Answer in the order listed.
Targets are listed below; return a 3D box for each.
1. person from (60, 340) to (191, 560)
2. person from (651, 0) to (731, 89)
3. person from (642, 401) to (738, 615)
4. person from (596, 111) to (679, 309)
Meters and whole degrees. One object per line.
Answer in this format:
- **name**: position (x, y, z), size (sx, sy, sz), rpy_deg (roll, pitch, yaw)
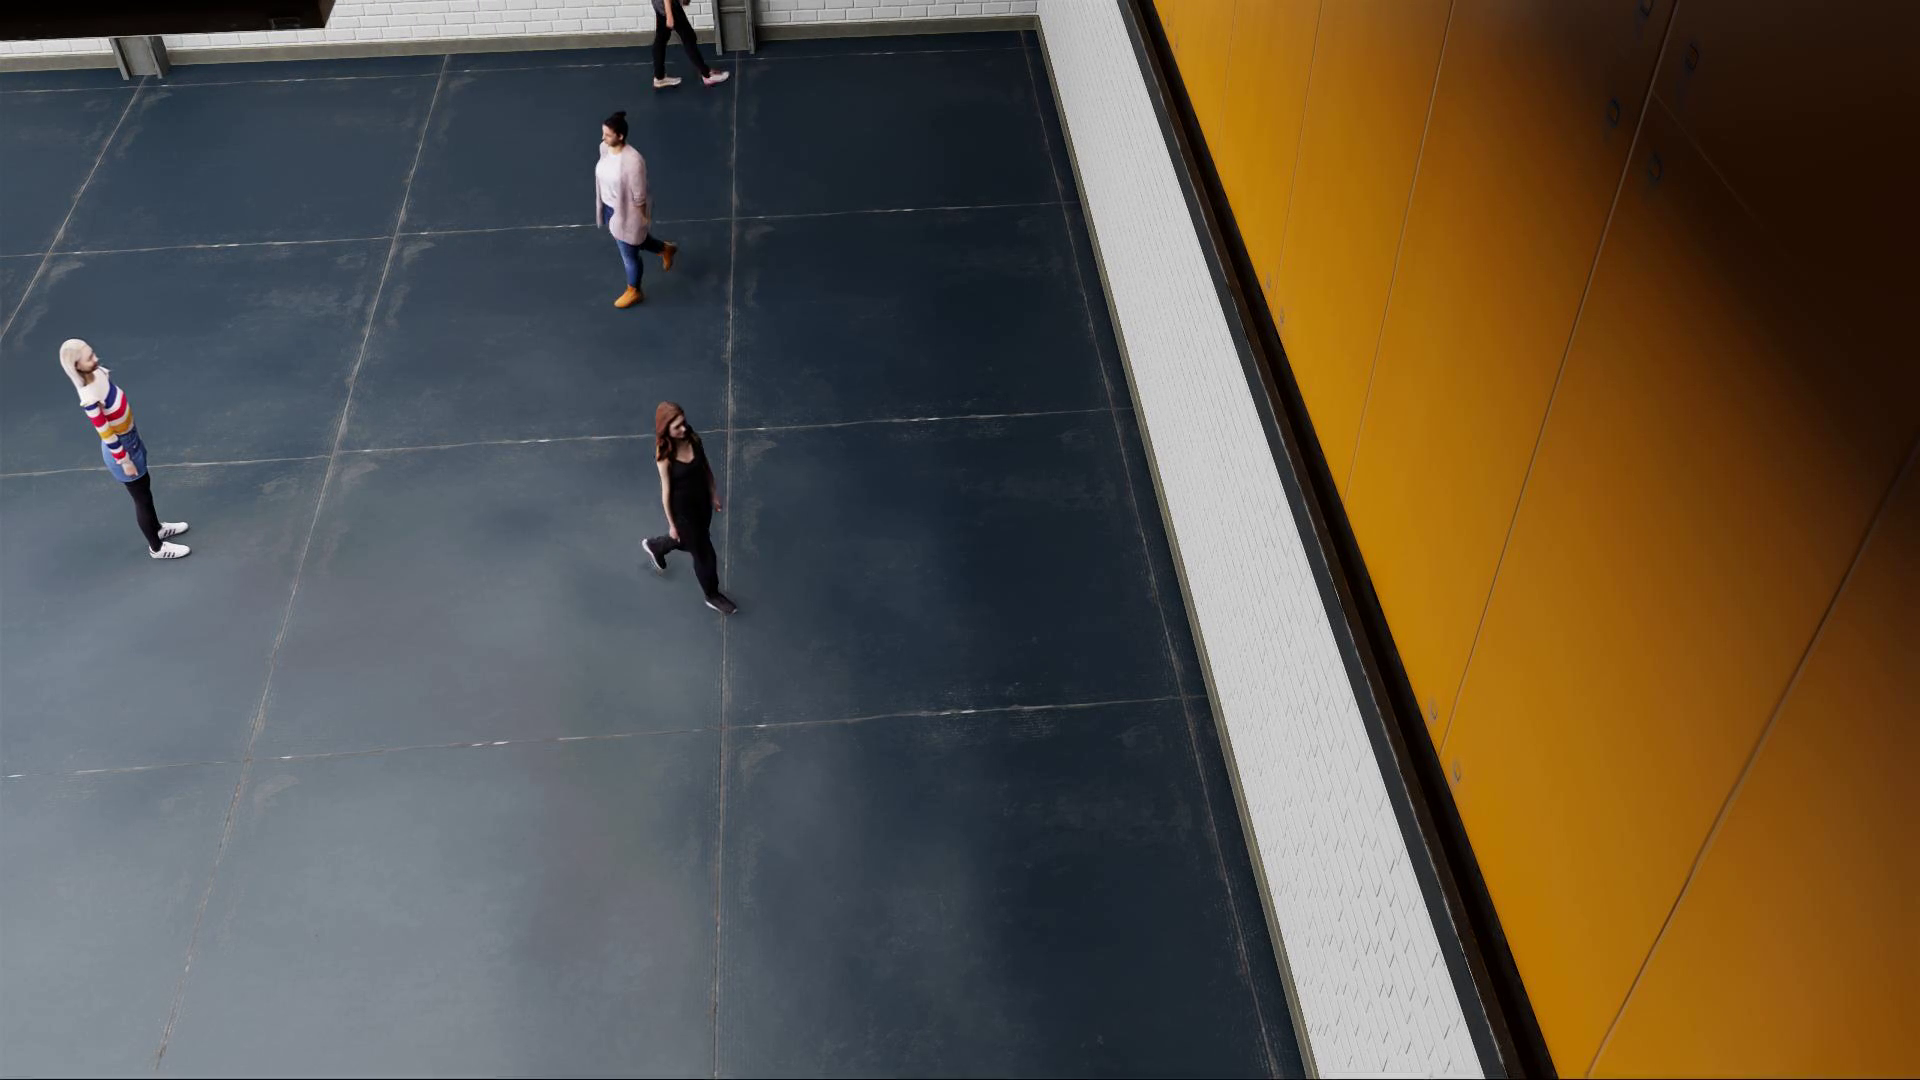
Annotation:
- **person**: position (-5.709, -0.625, 11.328), size (0.616, 1.809, 0.704), rpy_deg (-14, 45, -14)
- **person**: position (-2.916, -5.188, 16.170), size (1.030, 1.737, 0.763), rpy_deg (-10, 44, -10)
- **person**: position (-1.863, -0.261, 11.005), size (1.106, 1.727, 0.941), rpy_deg (21, 47, 21)
- **person**: position (-2.663, -2.749, 13.616), size (1.086, 1.728, 0.972), rpy_deg (-28, 50, -26)
